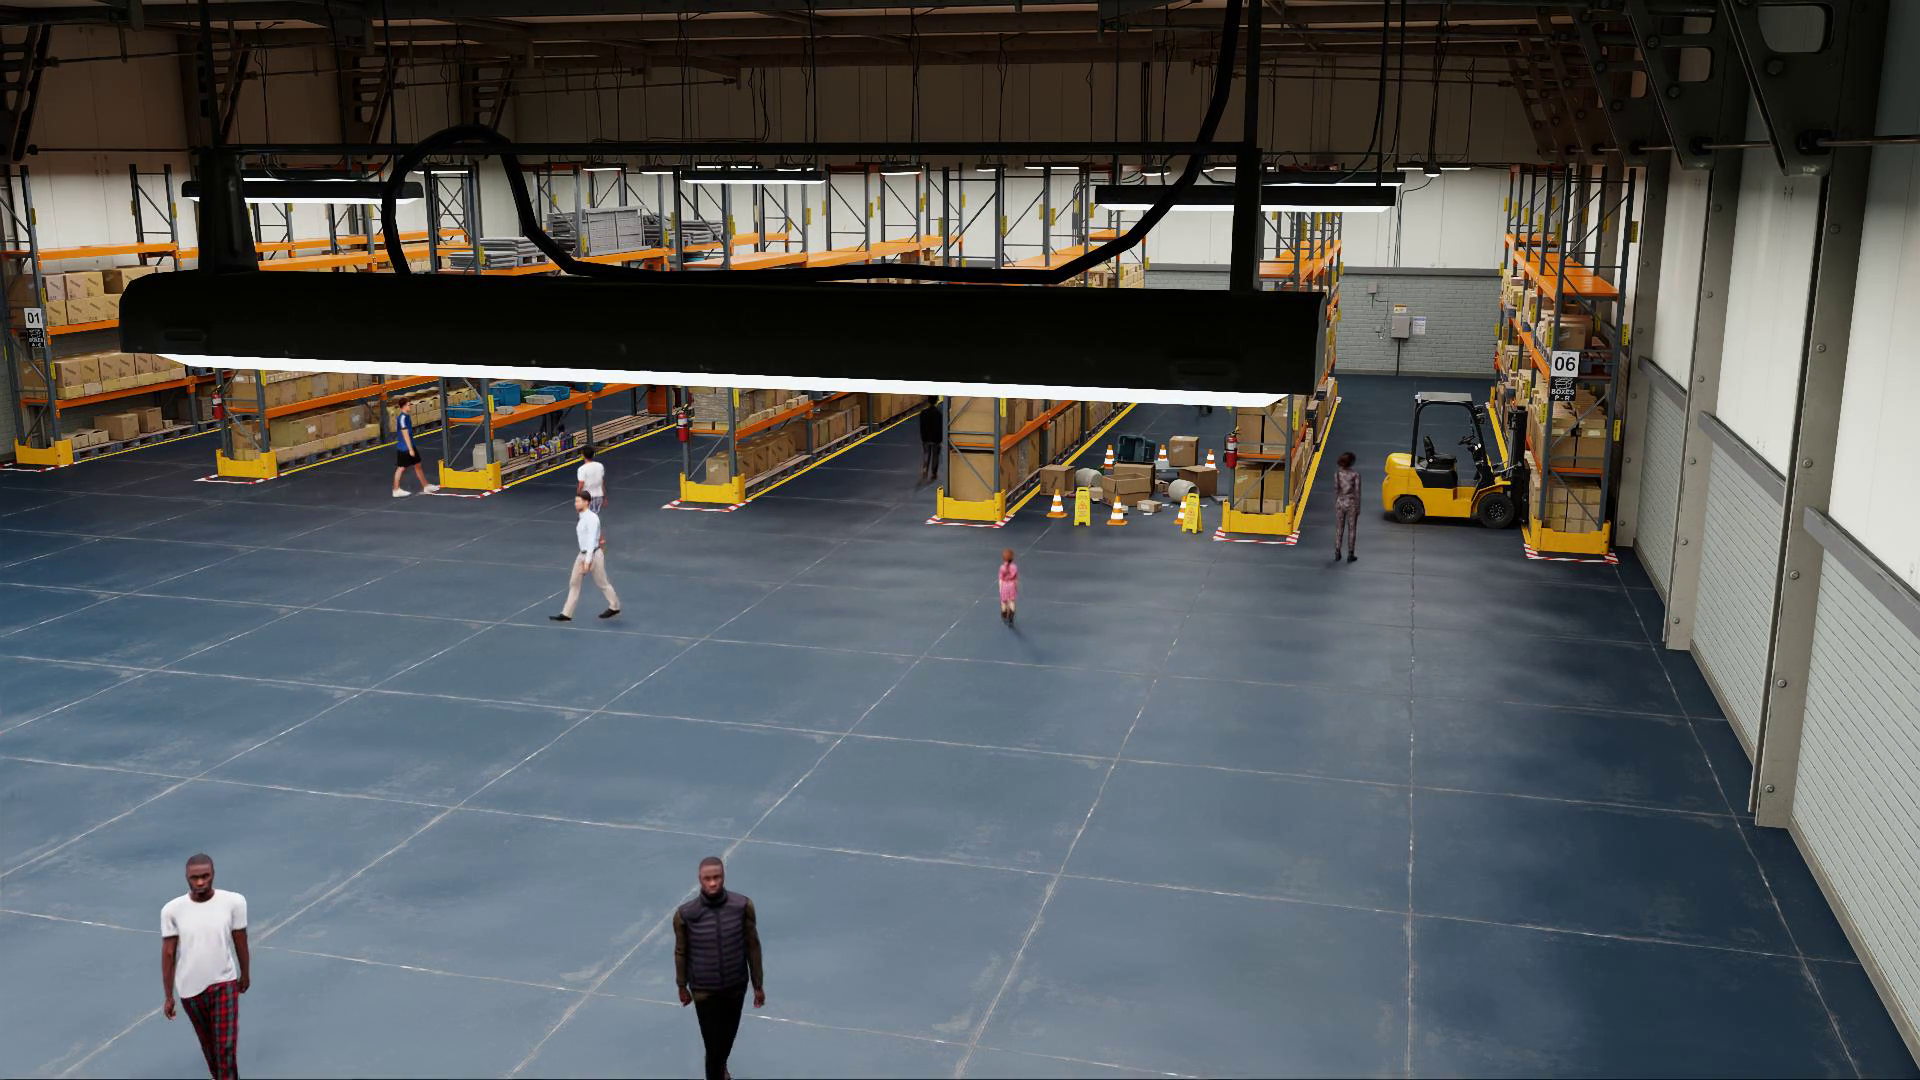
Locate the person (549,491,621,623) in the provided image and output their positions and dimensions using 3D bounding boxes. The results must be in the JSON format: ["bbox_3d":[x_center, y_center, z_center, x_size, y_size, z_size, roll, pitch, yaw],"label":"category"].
[{"bbox_3d":[-4.898,0.249,22.395,1.280,1.791,1.131,-10,16,-36],"label":"person"}]

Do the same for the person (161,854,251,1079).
[{"bbox_3d":[-4.936,2.906,10.939,1.017,1.784,1.231,-3,13,-13],"label":"person"}]

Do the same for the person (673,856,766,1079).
[{"bbox_3d":[-1.577,2.908,10.910,1.127,1.792,1.293,-4,14,-19],"label":"person"}]

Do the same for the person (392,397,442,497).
[{"bbox_3d":[-10.328,-1.703,30.734,1.004,1.833,1.135,-2,13,-7],"label":"person"}]

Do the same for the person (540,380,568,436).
[{"bbox_3d":[-9.199,-3.219,37.253,0.684,1.845,1.045,4,14,17],"label":"person"}]

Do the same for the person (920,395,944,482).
[{"bbox_3d":[-0.573,-1.977,32.186,0.670,1.711,0.718,4,14,18],"label":"person"}]

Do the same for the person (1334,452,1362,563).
[{"bbox_3d":[6.022,-0.525,25.901,0.639,1.716,0.634,9,16,33],"label":"person"}]

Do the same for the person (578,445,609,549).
[{"bbox_3d":[-5.778,-0.629,26.341,0.830,1.722,0.717,10,16,37],"label":"person"}]

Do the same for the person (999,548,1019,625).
[{"bbox_3d":[0.662,0.629,22.481,0.612,1.011,0.795,-2,13,-9],"label":"person"}]
